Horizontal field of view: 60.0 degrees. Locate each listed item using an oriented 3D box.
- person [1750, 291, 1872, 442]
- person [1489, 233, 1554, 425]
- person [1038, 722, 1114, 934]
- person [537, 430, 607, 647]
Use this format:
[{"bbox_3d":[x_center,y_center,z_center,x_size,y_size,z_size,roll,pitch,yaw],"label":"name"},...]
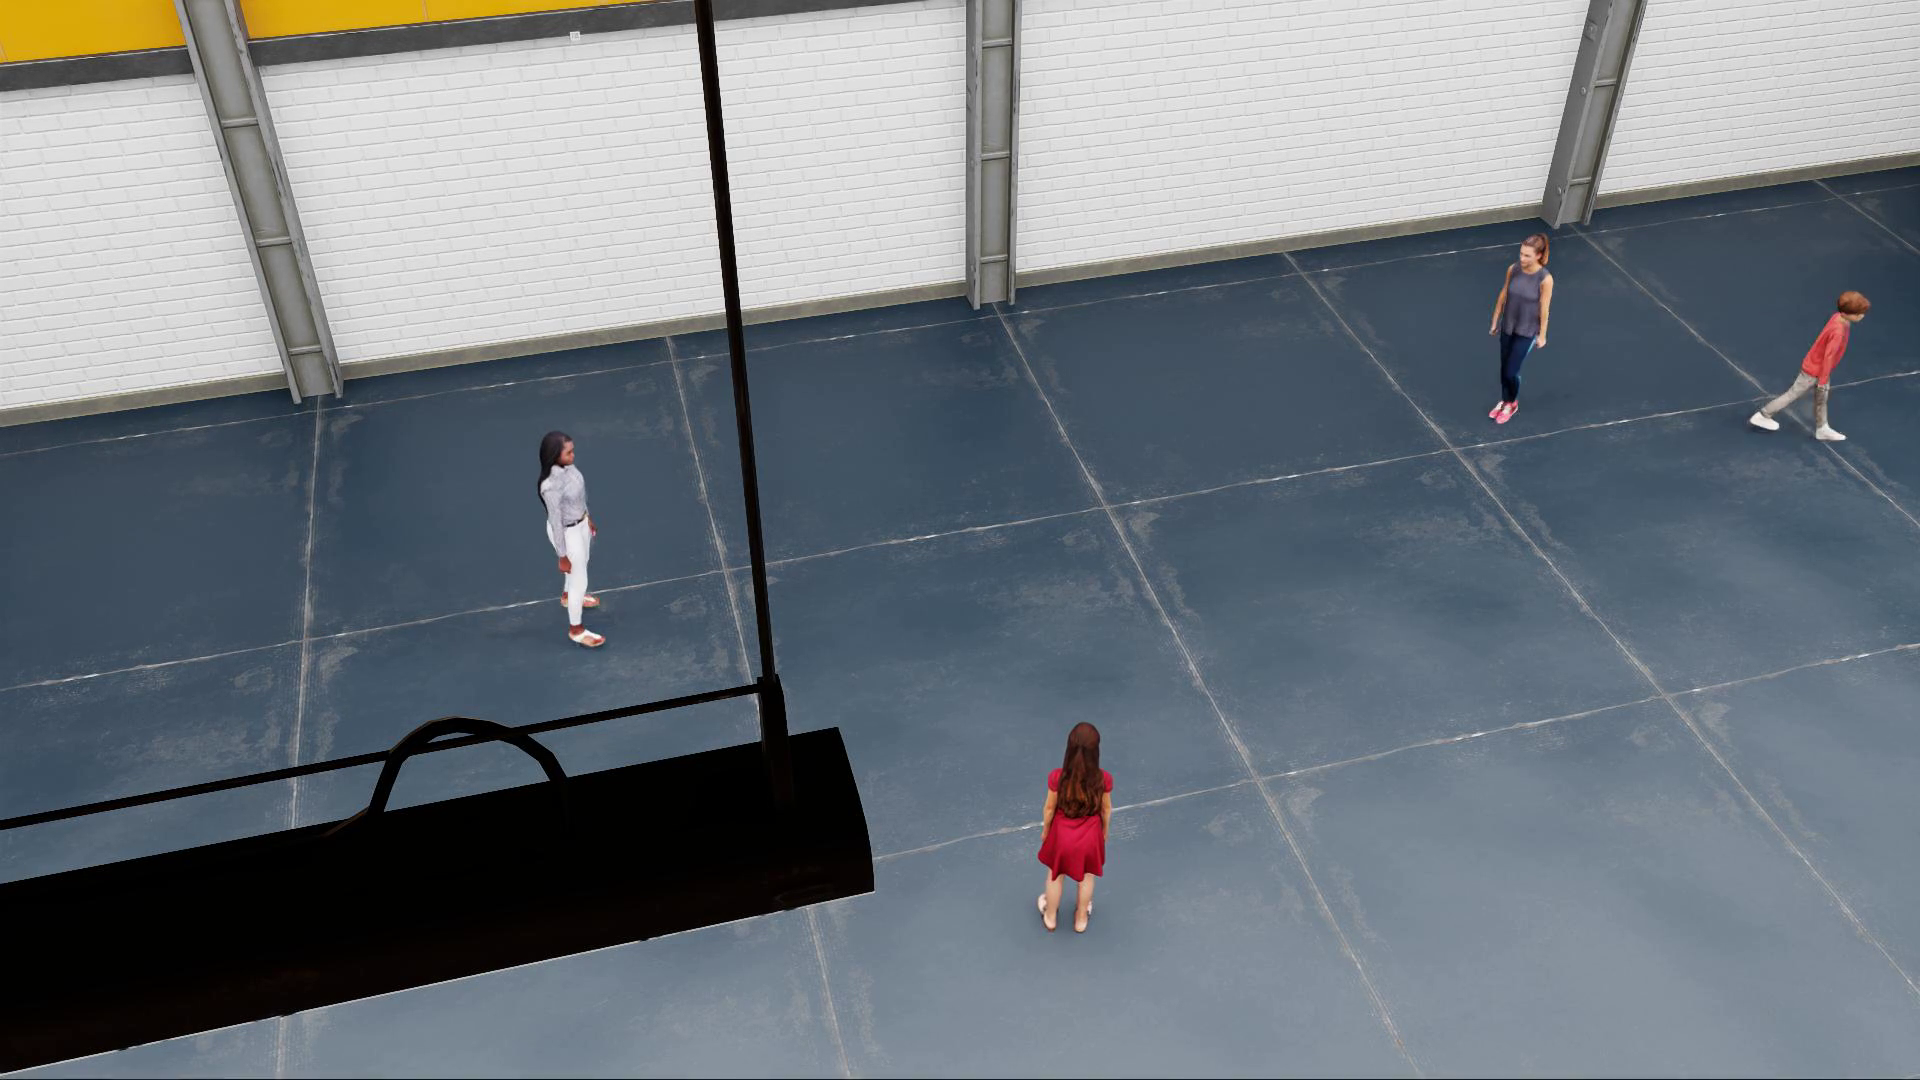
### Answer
[{"bbox_3d":[6.807,-1.409,13.357,1.003,1.368,0.941,17,42,20],"label":"person"},{"bbox_3d":[4.588,-1.727,13.478,0.753,1.714,0.712,-26,46,-29],"label":"person"},{"bbox_3d":[0.649,1.646,9.385,0.597,1.551,0.669,-2,39,-3],"label":"person"},{"bbox_3d":[-2.672,-0.042,11.367,0.788,1.715,0.819,4,39,5],"label":"person"}]
